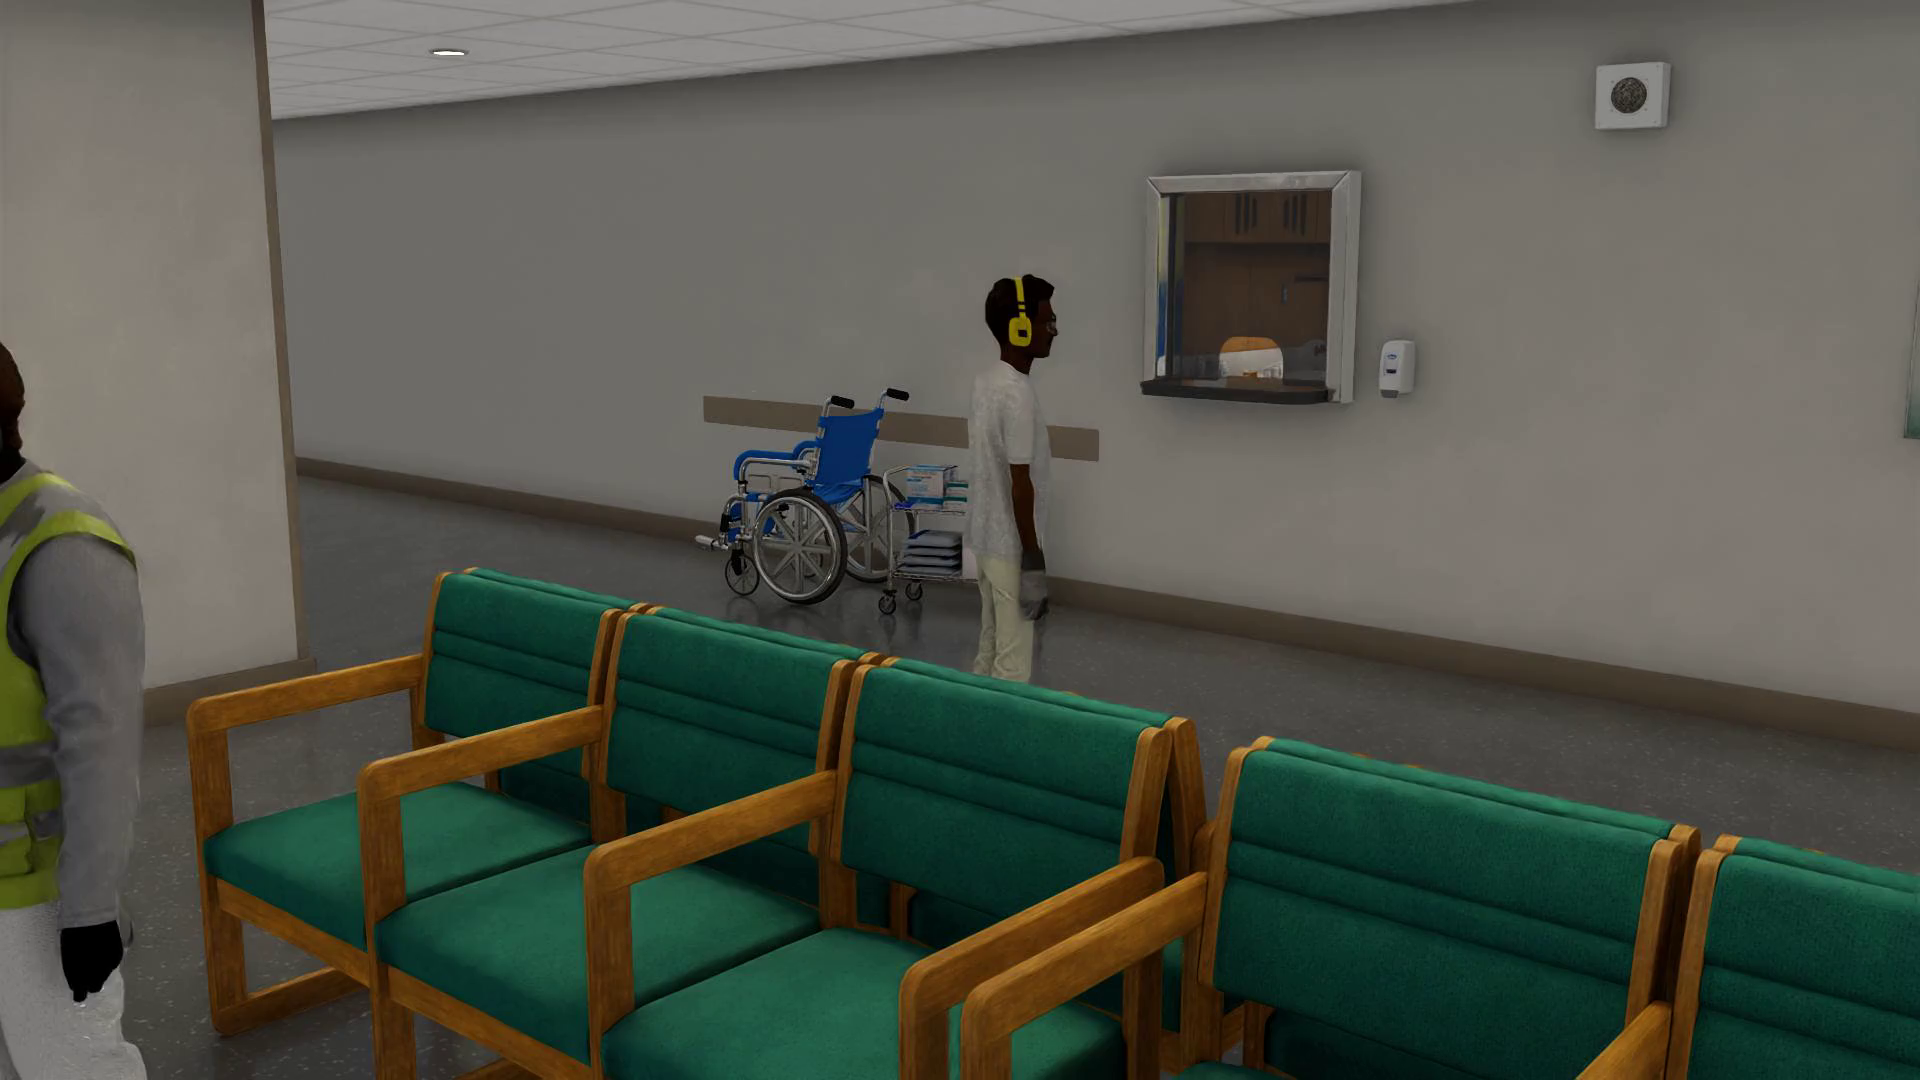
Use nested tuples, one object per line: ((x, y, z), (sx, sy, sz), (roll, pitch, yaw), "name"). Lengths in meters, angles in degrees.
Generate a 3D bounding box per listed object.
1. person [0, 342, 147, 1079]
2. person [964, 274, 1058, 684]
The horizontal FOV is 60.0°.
((-1.651, 0.550, 2.856), (0.636, 1.840, 0.429), (6, 12, 32), "person")
((0.182, 0.054, 5.586), (0.335, 1.873, 0.521), (-2, 10, -13), "person")
